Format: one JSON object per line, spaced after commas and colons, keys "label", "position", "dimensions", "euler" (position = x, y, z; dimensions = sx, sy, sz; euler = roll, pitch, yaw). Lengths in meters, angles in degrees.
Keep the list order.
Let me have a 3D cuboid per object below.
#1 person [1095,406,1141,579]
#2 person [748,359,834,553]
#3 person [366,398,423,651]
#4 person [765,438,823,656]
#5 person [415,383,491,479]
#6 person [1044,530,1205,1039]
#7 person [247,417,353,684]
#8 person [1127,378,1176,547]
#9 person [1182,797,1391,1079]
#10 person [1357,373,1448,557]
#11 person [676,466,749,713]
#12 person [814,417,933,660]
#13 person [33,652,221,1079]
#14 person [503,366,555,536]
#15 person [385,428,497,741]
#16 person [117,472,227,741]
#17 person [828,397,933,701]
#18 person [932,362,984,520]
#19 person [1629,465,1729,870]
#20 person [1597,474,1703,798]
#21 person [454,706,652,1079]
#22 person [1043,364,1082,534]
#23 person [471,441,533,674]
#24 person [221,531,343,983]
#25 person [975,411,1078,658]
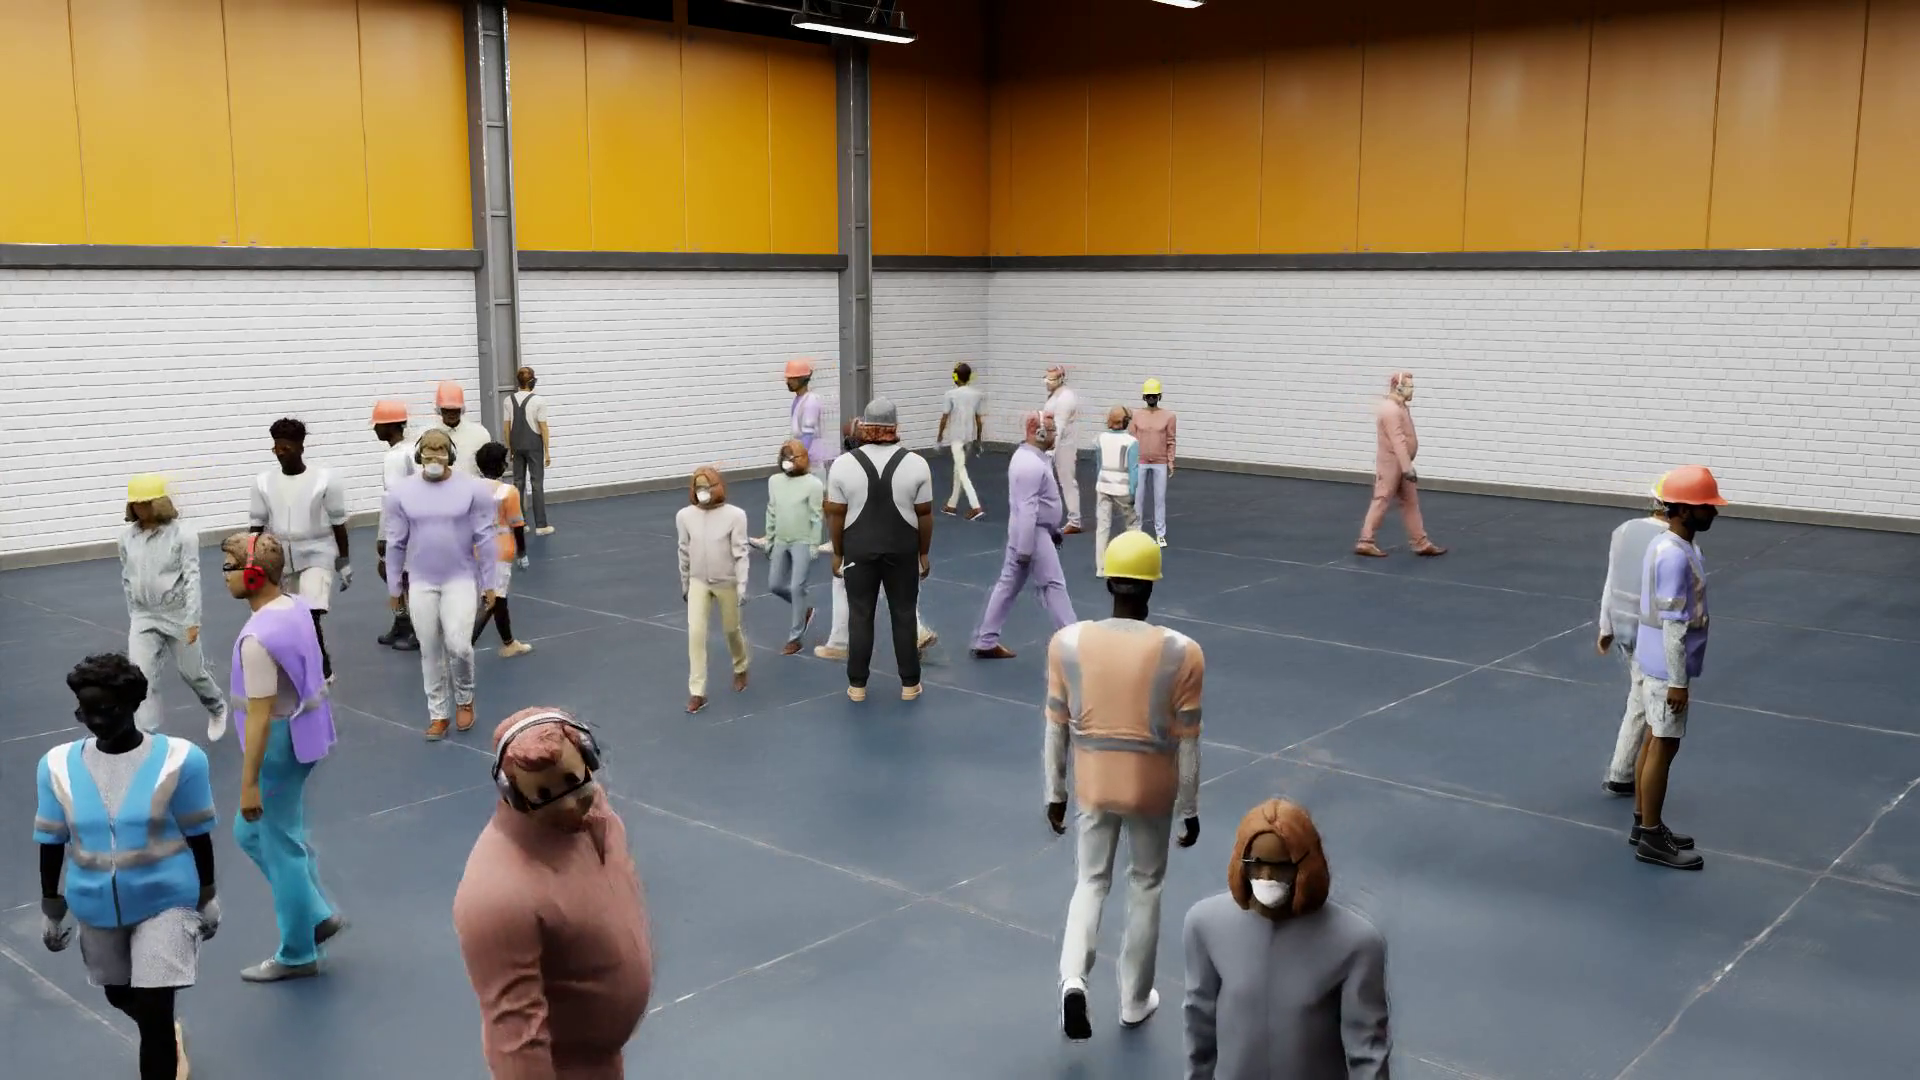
{"label": "person", "position": [1.527, -0.454, 15.665], "dimensions": [0.518, 1.613, 0.729], "euler": [7, 11, 38]}
{"label": "person", "position": [-1.631, -0.830, 16.815], "dimensions": [1.036, 1.986, 0.632], "euler": [-4, 10, -24]}
{"label": "person", "position": [-4.274, -0.106, 12.515], "dimensions": [0.612, 1.914, 0.571], "euler": [-1, 9, -5]}
{"label": "person", "position": [-1.236, 0.035, 12.553], "dimensions": [0.512, 1.616, 0.557], "euler": [5, 10, 28]}
{"label": "person", "position": [-4.076, -0.288, 13.519], "dimensions": [0.631, 1.948, 0.900], "euler": [-3, 10, -20]}
{"label": "person", "position": [0.588, 0.919, 6.106], "dimensions": [0.589, 1.909, 0.646], "euler": [3, 10, 20]}
{"label": "person", "position": [-4.391, 0.136, 11.033], "dimensions": [0.618, 1.907, 1.021], "euler": [1, 9, 3]}
{"label": "person", "position": [1.987, -0.800, 17.341], "dimensions": [0.525, 1.769, 0.310], "euler": [1, 9, 6]}
{"label": "person", "position": [0.769, 1.409, 4.013], "dimensions": [0.519, 1.582, 0.853], "euler": [3, 10, 20]}
{"label": "person", "position": [4.432, -0.739, 16.661], "dimensions": [0.864, 1.864, 0.645], "euler": [4, 10, 24]}
{"label": "person", "position": [-1.623, 0.286, 11.054], "dimensions": [0.504, 1.595, 0.803], "euler": [1, 9, 7]}
{"label": "person", "position": [-0.645, 0.009, 12.127], "dimensions": [0.874, 1.816, 0.634], "euler": [5, 11, 31]}
{"label": "person", "position": [-2.681, 1.154, 5.430], "dimensions": [0.541, 1.668, 0.809], "euler": [-1, 9, -7]}
{"label": "person", "position": [-4.712, -0.965, 18.133], "dimensions": [0.506, 1.845, 0.344], "euler": [2, 9, 13]}
{"label": "person", "position": [-3.151, 0.285, 10.083], "dimensions": [0.659, 1.908, 0.448], "euler": [0, 9, -3]}
{"label": "person", "position": [-4.632, 0.436, 9.749], "dimensions": [0.485, 1.717, 0.777], "euler": [0, 9, 0]}
{"label": "person", "position": [-0.528, 0.055, 11.116], "dimensions": [0.690, 2.000, 0.538], "euler": [0, 9, -3]}
{"label": "person", "position": [0.022, -1.152, 19.383], "dimensions": [0.535, 1.831, 0.953], "euler": [-7, 11, -36]}
{"label": "person", "position": [3.451, 0.600, 8.017], "dimensions": [0.361, 1.938, 0.545], "euler": [3, 9, 17]}
{"label": "person", "position": [3.783, 0.514, 8.969], "dimensions": [0.611, 1.803, 0.617], "euler": [-3, 10, -19]}
{"label": "person", "position": [-0.951, 1.280, 4.003], "dimensions": [0.420, 1.864, 0.734], "euler": [0, 9, 3]}
{"label": "person", "position": [1.007, -0.976, 18.130], "dimensions": [0.756, 1.868, 0.656], "euler": [-2, 9, -10]}
{"label": "person", "position": [-3.397, 0.122, 11.938], "dimensions": [0.529, 1.652, 0.875], "euler": [5, 11, 30]}
{"label": "person", "position": [-2.731, 0.871, 6.620], "dimensions": [0.439, 1.833, 0.592], "euler": [-2, 9, -10]}
{"label": "person", "position": [0.585, -0.017, 12.158], "dimensions": [1.018, 1.855, 0.661], "euler": [-1, 9, -6]}
